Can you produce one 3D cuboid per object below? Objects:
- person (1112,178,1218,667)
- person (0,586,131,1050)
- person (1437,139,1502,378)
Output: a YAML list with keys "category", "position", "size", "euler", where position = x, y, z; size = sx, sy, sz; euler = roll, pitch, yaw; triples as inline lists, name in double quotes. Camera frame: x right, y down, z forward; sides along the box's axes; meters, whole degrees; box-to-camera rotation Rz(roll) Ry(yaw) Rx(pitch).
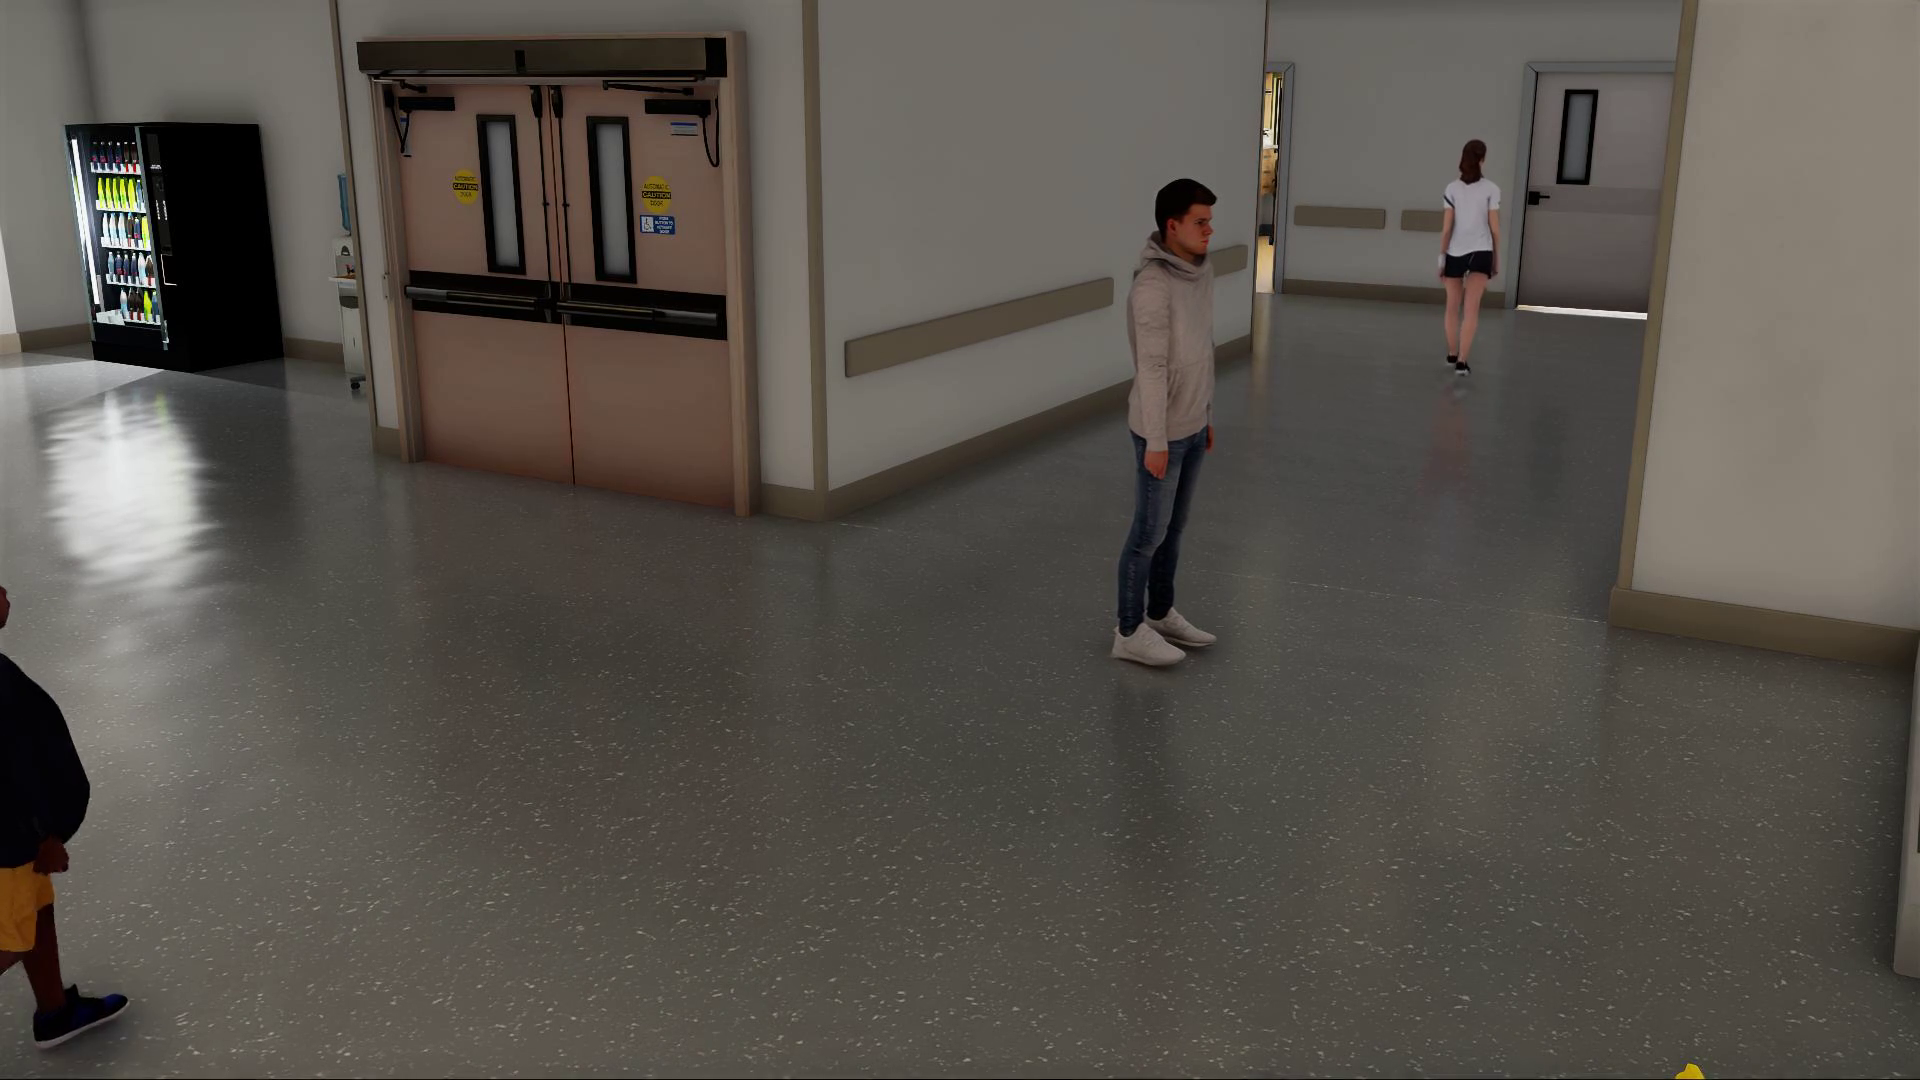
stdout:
- category: "person"
  position: [0.792, -0.450, 6.381]
  size: [0.557, 1.852, 0.642]
  euler: [9, 18, 29]
- category: "person"
  position: [-2.189, 0.626, 3.662]
  size: [0.773, 1.256, 0.666]
  euler: [13, 20, 38]
- category: "person"
  position: [3.720, -2.010, 12.186]
  size: [1.085, 1.705, 0.719]
  euler: [7, 17, 22]
